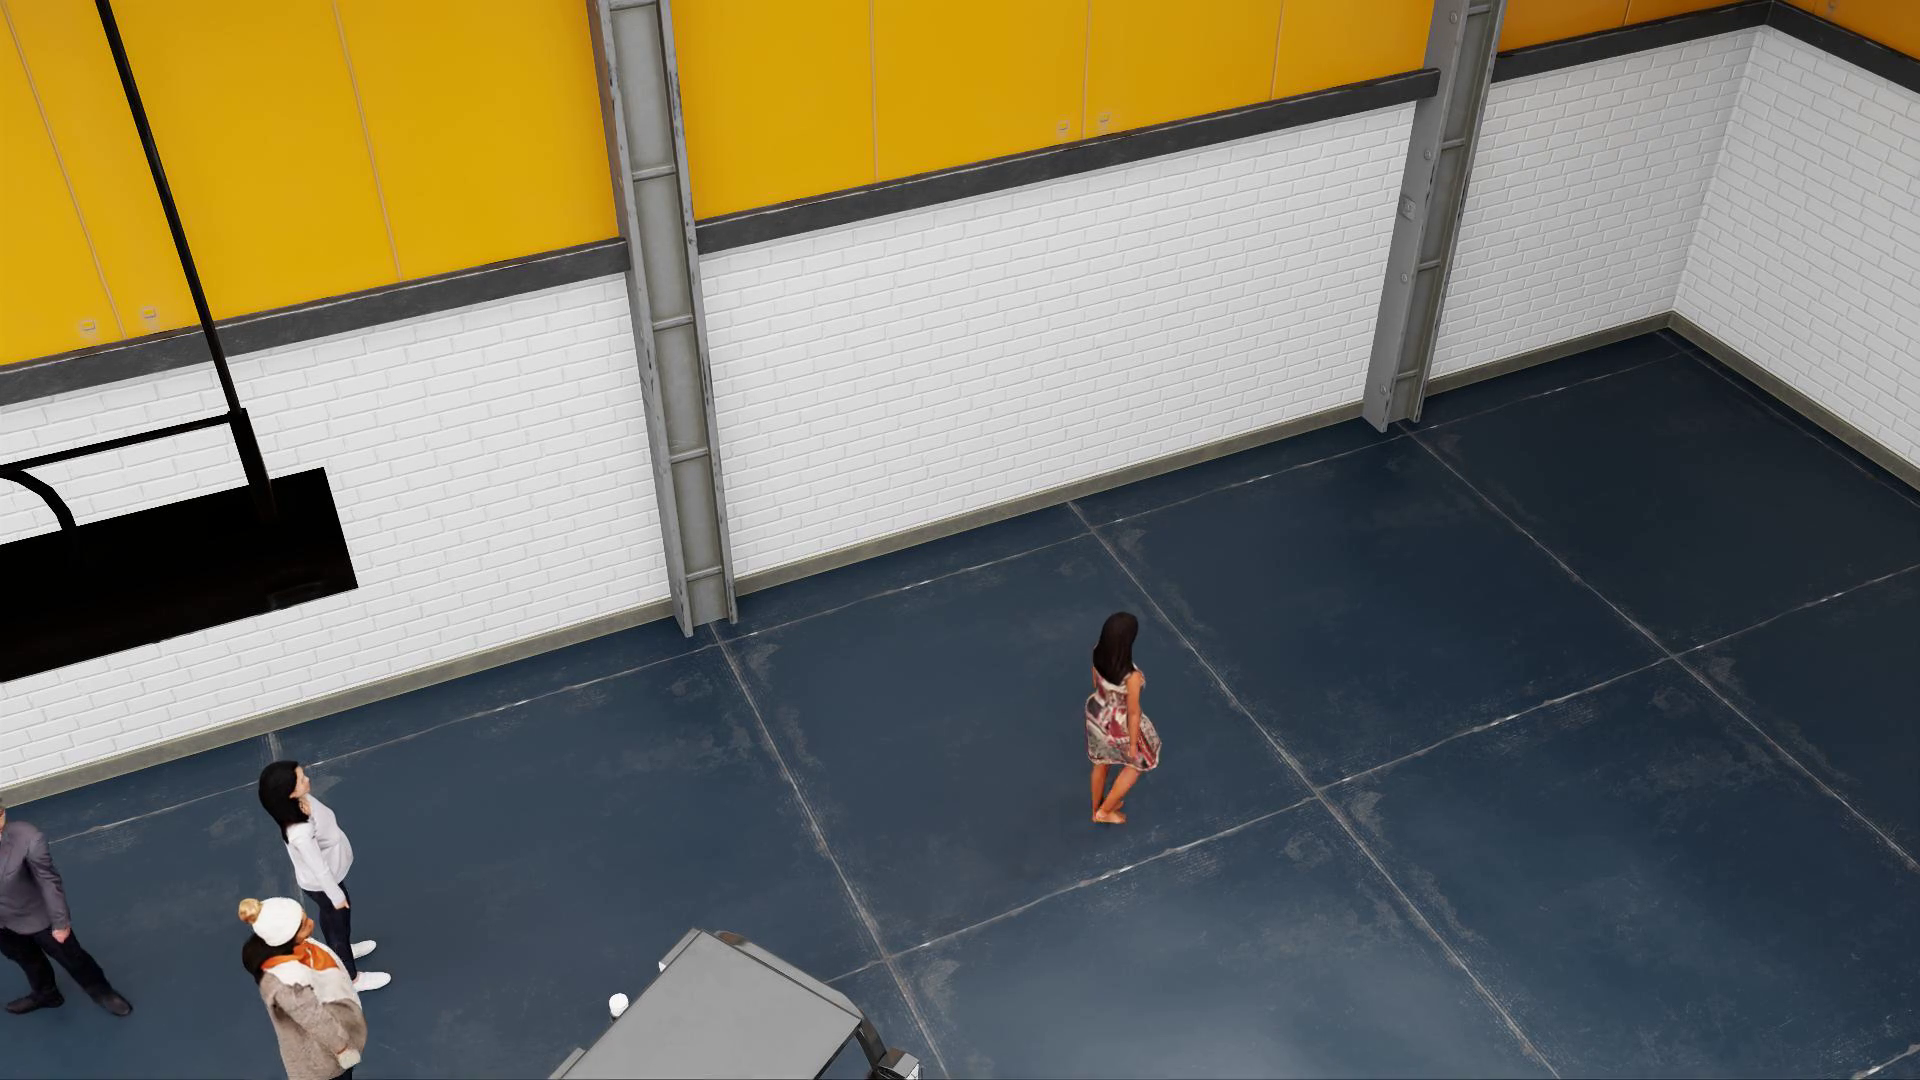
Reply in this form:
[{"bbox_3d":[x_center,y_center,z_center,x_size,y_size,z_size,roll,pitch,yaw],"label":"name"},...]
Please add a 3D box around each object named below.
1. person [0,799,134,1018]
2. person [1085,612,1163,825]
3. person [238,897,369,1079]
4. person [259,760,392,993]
[{"bbox_3d":[-5.026,1.933,8.797,0.769,1.803,0.994,10,40,12],"label":"person"},{"bbox_3d":[0.855,1.128,9.938,0.723,1.637,0.717,-24,45,-27],"label":"person"},{"bbox_3d":[-3.264,2.395,8.155,0.661,1.881,0.703,-20,43,-23],"label":"person"},{"bbox_3d":[-3.471,1.813,9.029,0.588,1.701,0.636,-21,43,-24],"label":"person"}]
